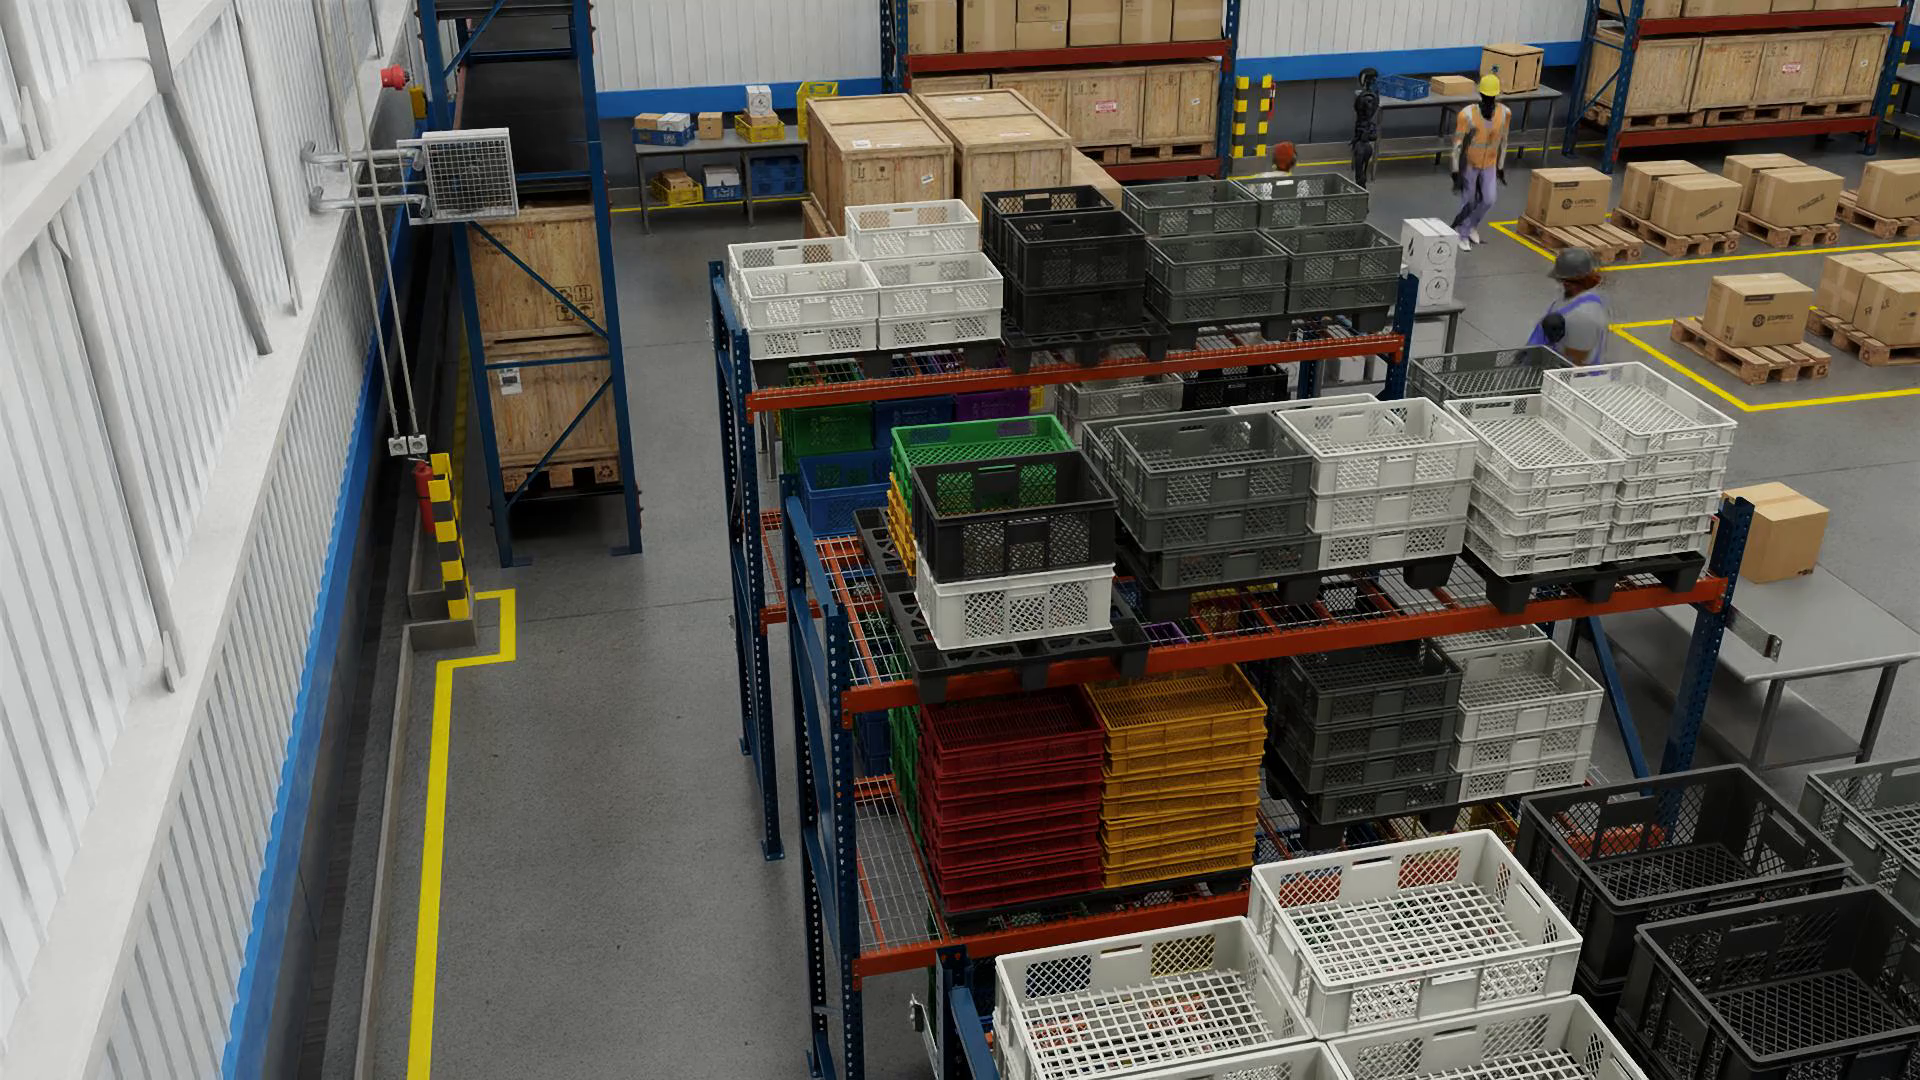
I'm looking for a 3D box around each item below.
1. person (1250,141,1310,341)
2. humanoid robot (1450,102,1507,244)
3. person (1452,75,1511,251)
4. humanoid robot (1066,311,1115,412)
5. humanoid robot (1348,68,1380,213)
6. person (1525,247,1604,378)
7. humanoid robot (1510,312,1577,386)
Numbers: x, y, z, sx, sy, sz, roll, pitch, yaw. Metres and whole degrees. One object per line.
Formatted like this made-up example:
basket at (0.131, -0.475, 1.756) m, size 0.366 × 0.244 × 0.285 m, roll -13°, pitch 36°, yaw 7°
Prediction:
person at (2.931, -2.792, 15.656) m, size 0.592 × 1.854 × 0.798 m, roll 14°, pitch 31°, yaw 25°
humanoid robot at (5.678, -4.011, 18.164) m, size 0.623 × 1.633 × 0.429 m, roll -17°, pitch 32°, yaw -29°
person at (5.628, -4.079, 18.024) m, size 0.603 × 1.907 × 0.437 m, roll -2°, pitch 28°, yaw -4°
humanoid robot at (1.134, -1.911, 14.193) m, size 0.584 × 1.631 × 0.703 m, roll -4°, pitch 28°, yaw -8°
humanoid robot at (4.679, -4.651, 19.345) m, size 0.315 × 1.657 × 0.609 m, roll 2°, pitch 28°, yaw 3°
person at (4.587, -1.263, 12.544) m, size 0.667 × 2.000 × 0.709 m, roll 7°, pitch 29°, yaw 13°
humanoid robot at (4.197, -0.864, 12.186) m, size 0.456 × 1.635 × 0.592 m, roll -16°, pitch 32°, yaw -27°
